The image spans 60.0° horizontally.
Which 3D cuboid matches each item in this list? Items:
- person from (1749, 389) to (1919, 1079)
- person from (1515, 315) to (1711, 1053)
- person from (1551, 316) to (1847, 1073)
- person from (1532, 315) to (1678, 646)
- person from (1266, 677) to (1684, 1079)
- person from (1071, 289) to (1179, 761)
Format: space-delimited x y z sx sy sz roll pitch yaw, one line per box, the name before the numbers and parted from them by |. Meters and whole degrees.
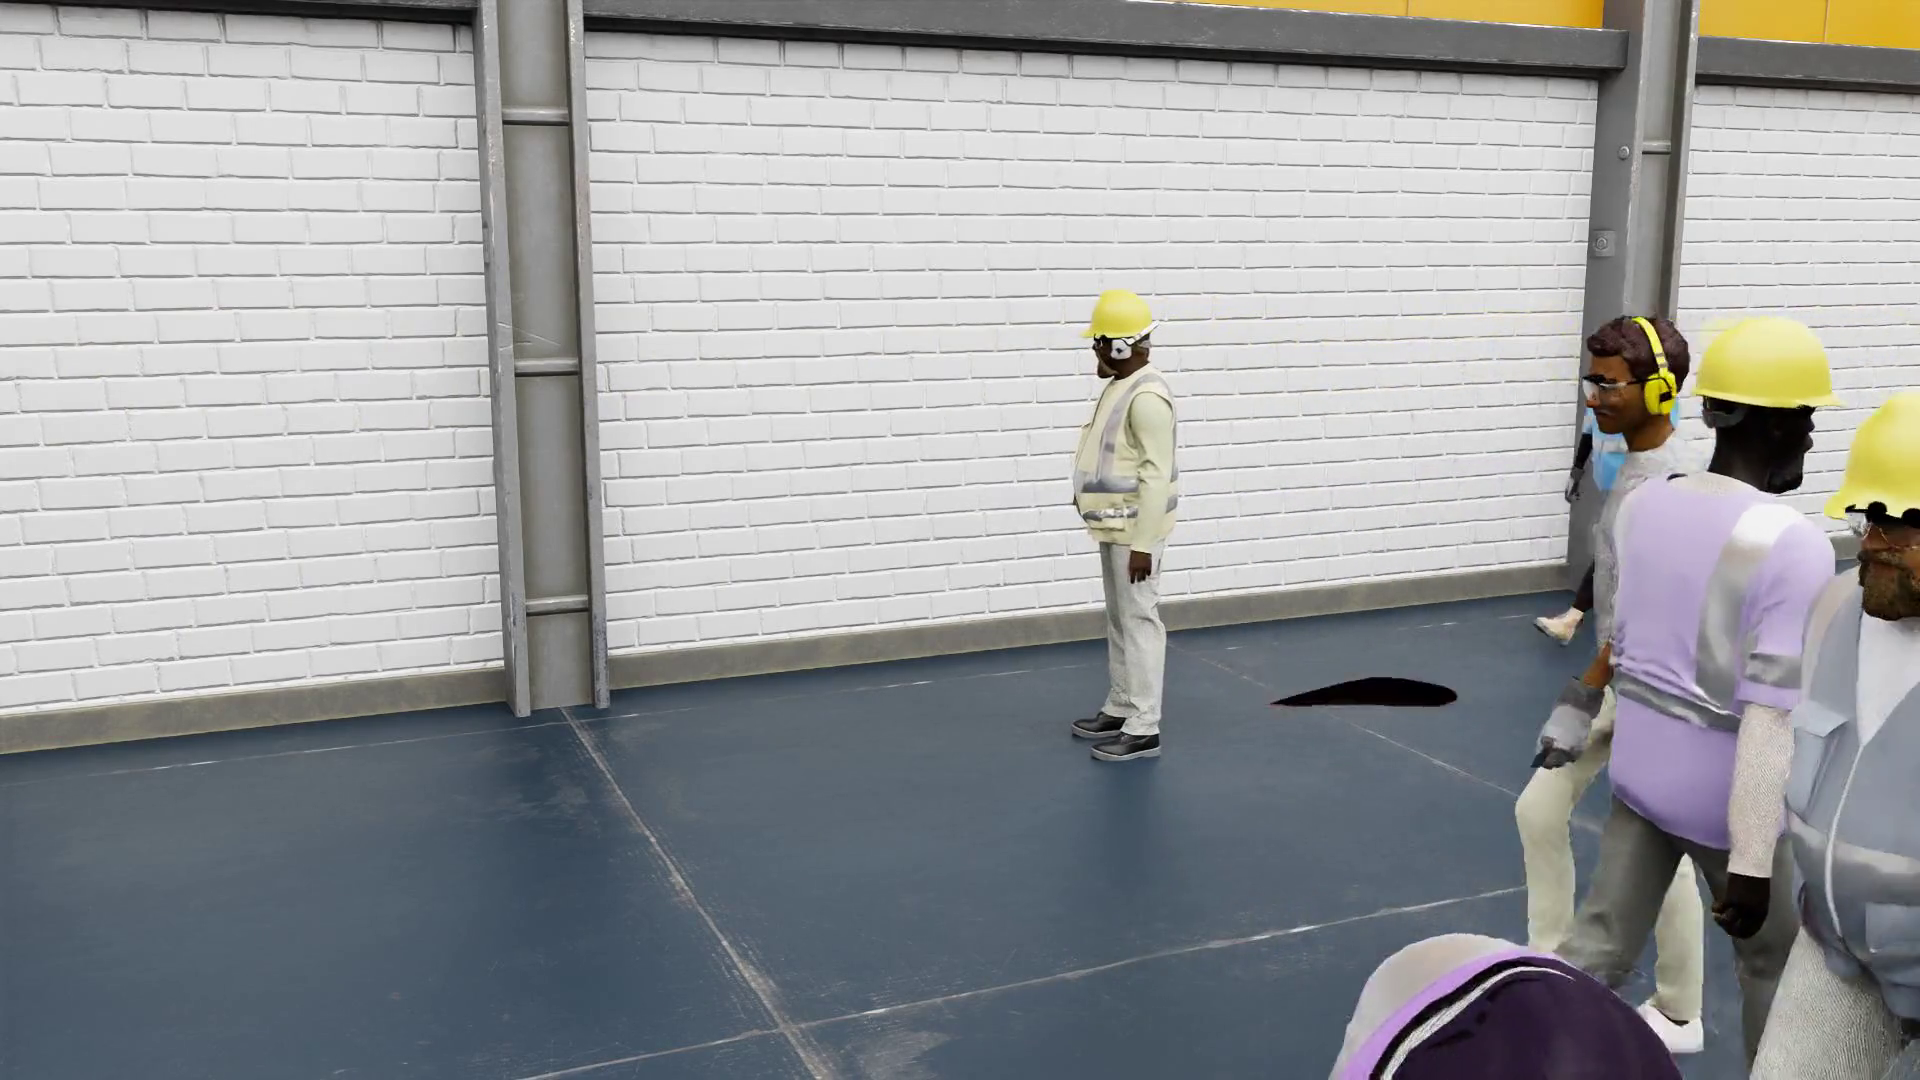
person | 1.467 0.662 2.625 0.855 1.783 0.628 -3 11 -17
person | 1.545 0.379 4.060 0.713 1.837 0.499 1 10 3
person | 1.469 0.486 3.388 1.005 1.882 0.598 -3 11 -14
person | 3.244 -0.290 8.273 0.908 1.636 0.553 -3 11 -17
person | 0.355 0.891 1.025 0.569 1.921 0.550 1 10 7
person | 0.642 -0.055 6.495 0.404 1.827 0.590 -1 10 -6
